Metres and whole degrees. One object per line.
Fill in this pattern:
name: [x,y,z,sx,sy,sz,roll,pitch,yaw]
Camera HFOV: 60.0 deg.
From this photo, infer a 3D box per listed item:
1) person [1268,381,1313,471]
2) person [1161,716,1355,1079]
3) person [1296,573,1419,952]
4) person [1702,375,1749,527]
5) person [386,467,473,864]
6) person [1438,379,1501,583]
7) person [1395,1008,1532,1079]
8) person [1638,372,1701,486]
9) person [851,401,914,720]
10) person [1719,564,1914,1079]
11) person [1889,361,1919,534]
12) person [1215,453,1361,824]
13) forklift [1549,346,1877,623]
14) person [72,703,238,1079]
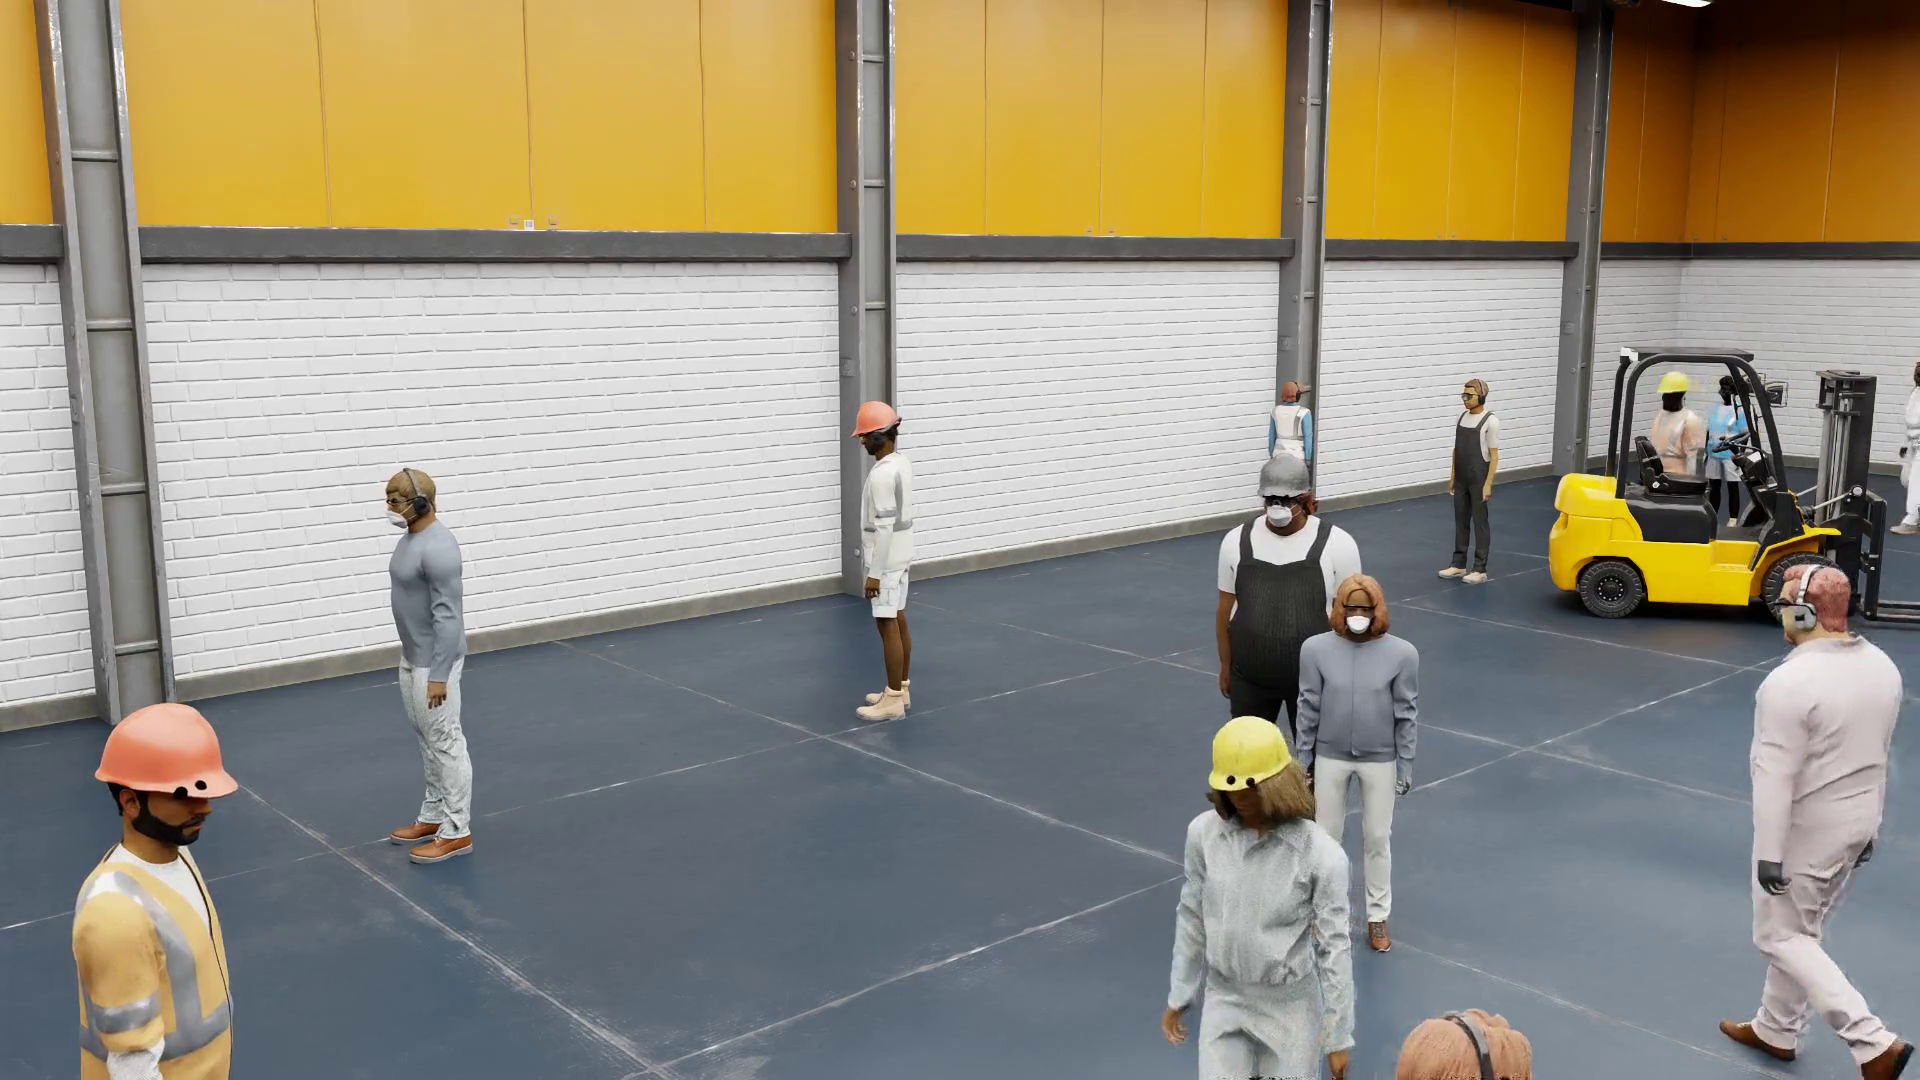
person: [3.469,-0.851,17.490,0.314,1.641,0.515,-9,13,-44]
person: [0.805,1.317,4.597,0.553,1.700,0.589,7,12,35]
person: [1.677,0.939,7.064,0.502,1.626,0.283,3,10,17]
person: [8.093,-0.896,17.595,0.318,1.697,0.533,-5,11,-26]
person: [-2.604,0.601,8.134,0.373,1.935,0.628,-6,11,-31]
person: [4.624,-0.534,15.039,0.346,1.846,0.506,-5,11,-29]
person: [0.906,1.628,3.095,0.851,1.585,0.538,-3,10,-19]
person: [6.559,-0.600,15.257,0.856,1.902,0.587,-1,10,-7]
person: [-0.493,0.133,10.584,0.389,2.034,0.605,2,10,10]
person: [3.042,1.026,5.825,0.644,1.879,0.747,-5,11,-28]
person: [10.224,-0.995,17.692,0.600,1.866,0.635,1,10,4]
person: [1.539,0.576,7.968,0.690,2.000,0.537,4,10,22]
forklift: [6.109,-0.478,13.691,2.313,2.155,1.214,3,10,16]
person: [-1.832,1.326,3.894,0.376,1.933,0.545,-3,10,-15]
